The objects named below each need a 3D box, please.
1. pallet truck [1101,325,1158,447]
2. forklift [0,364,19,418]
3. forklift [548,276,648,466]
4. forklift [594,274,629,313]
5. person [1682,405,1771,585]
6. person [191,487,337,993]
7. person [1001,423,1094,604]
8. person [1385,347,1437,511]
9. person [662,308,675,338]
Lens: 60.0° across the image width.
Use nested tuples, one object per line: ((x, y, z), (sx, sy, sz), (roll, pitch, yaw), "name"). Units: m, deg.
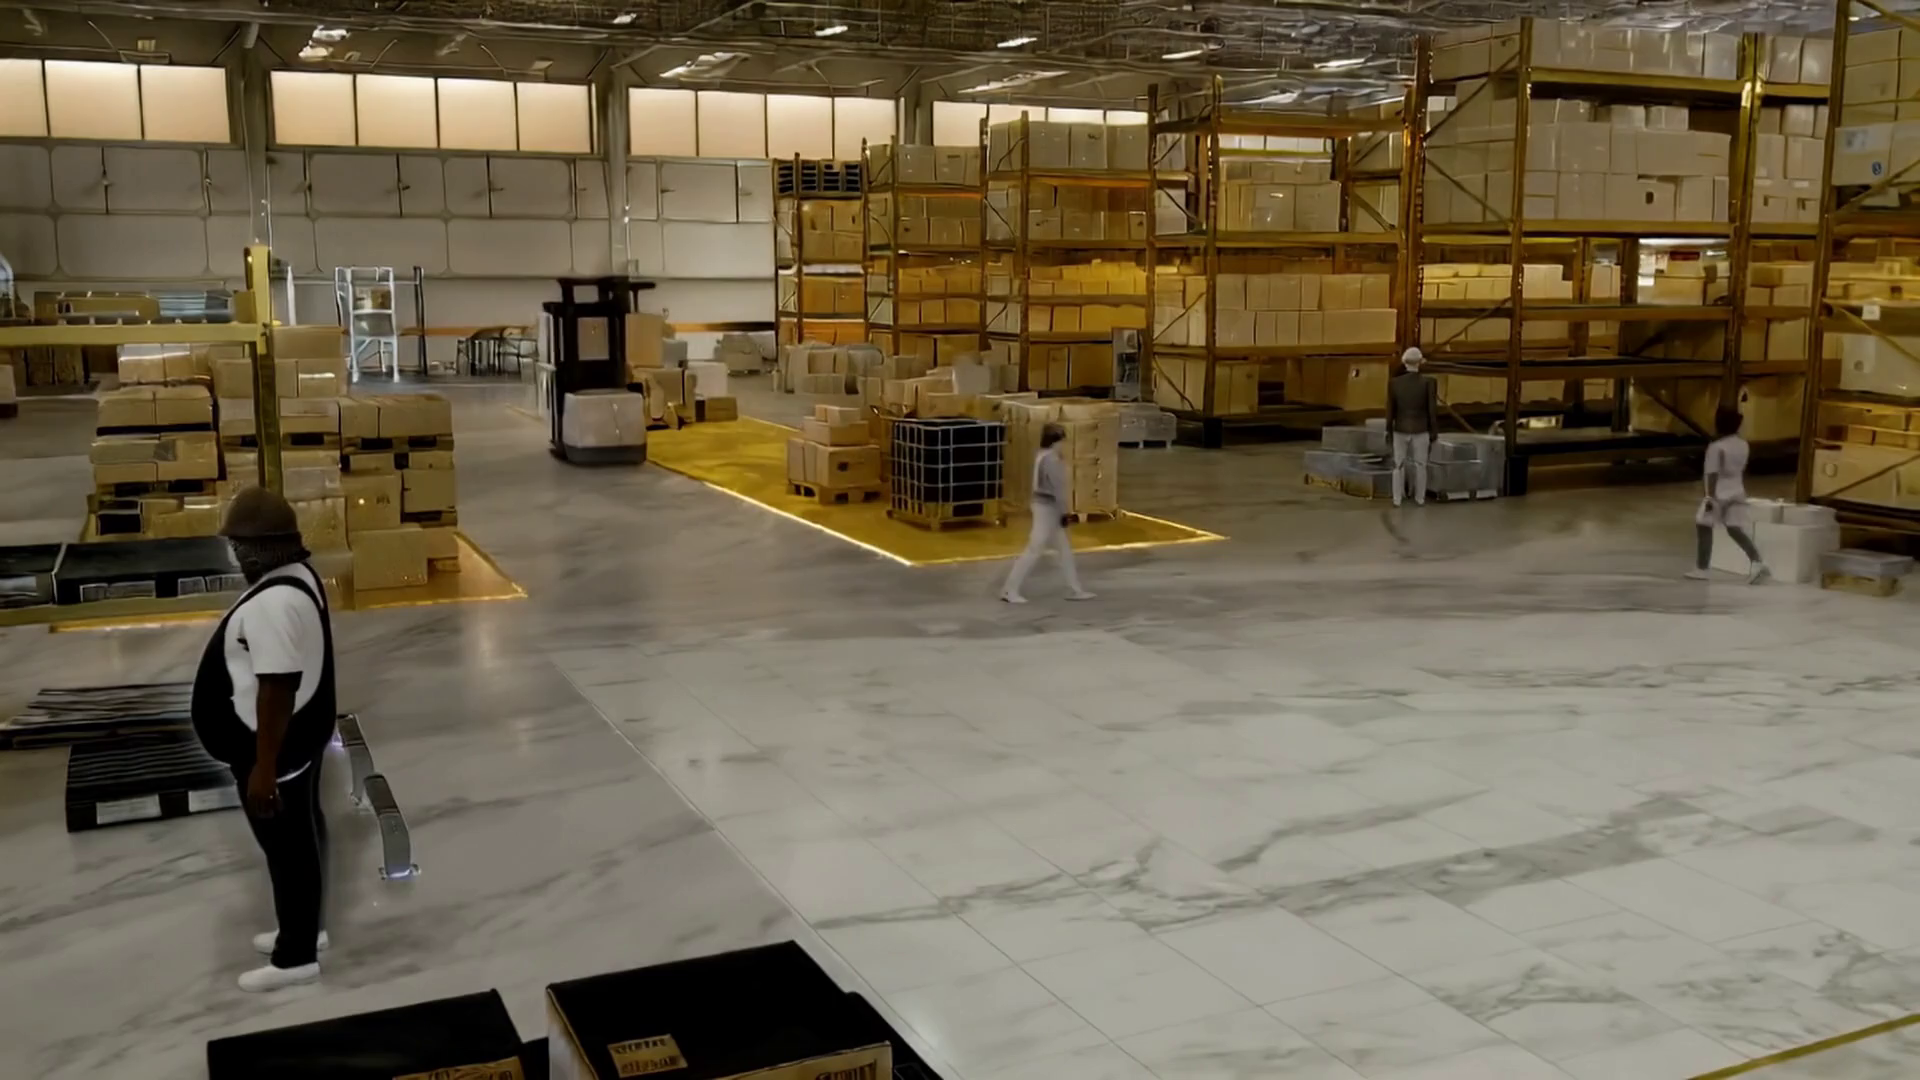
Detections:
((2.881, -2.596, 27.923), (0.823, 1.965, 1.885), (-1, 9, -7), "pallet truck")
((-19.410, -3.697, 32.024), (1.873, 2.768, 1.129), (1, 9, 8), "forklift")
((-5.538, -2.609, 25.272), (1.129, 2.768, 1.873), (-5, 10, -26), "forklift")
((-8.882, -5.400, 42.590), (1.873, 2.768, 1.129), (5, 11, 30), "forklift")
((7.120, -0.408, 15.357), (0.537, 1.674, 0.764), (-5, 10, -28), "person")
((-2.820, 0.794, 6.757), (0.537, 2.000, 0.682), (-2, 9, -13), "person")
((0.742, -0.227, 14.497), (0.849, 1.597, 0.493), (-1, 9, -4), "person")
((5.448, -1.339, 20.131), (0.614, 1.993, 0.395), (2, 9, 10), "person")
((-8.218, -5.525, 46.414), (0.551, 1.909, 0.905), (0, 9, -2), "person")
